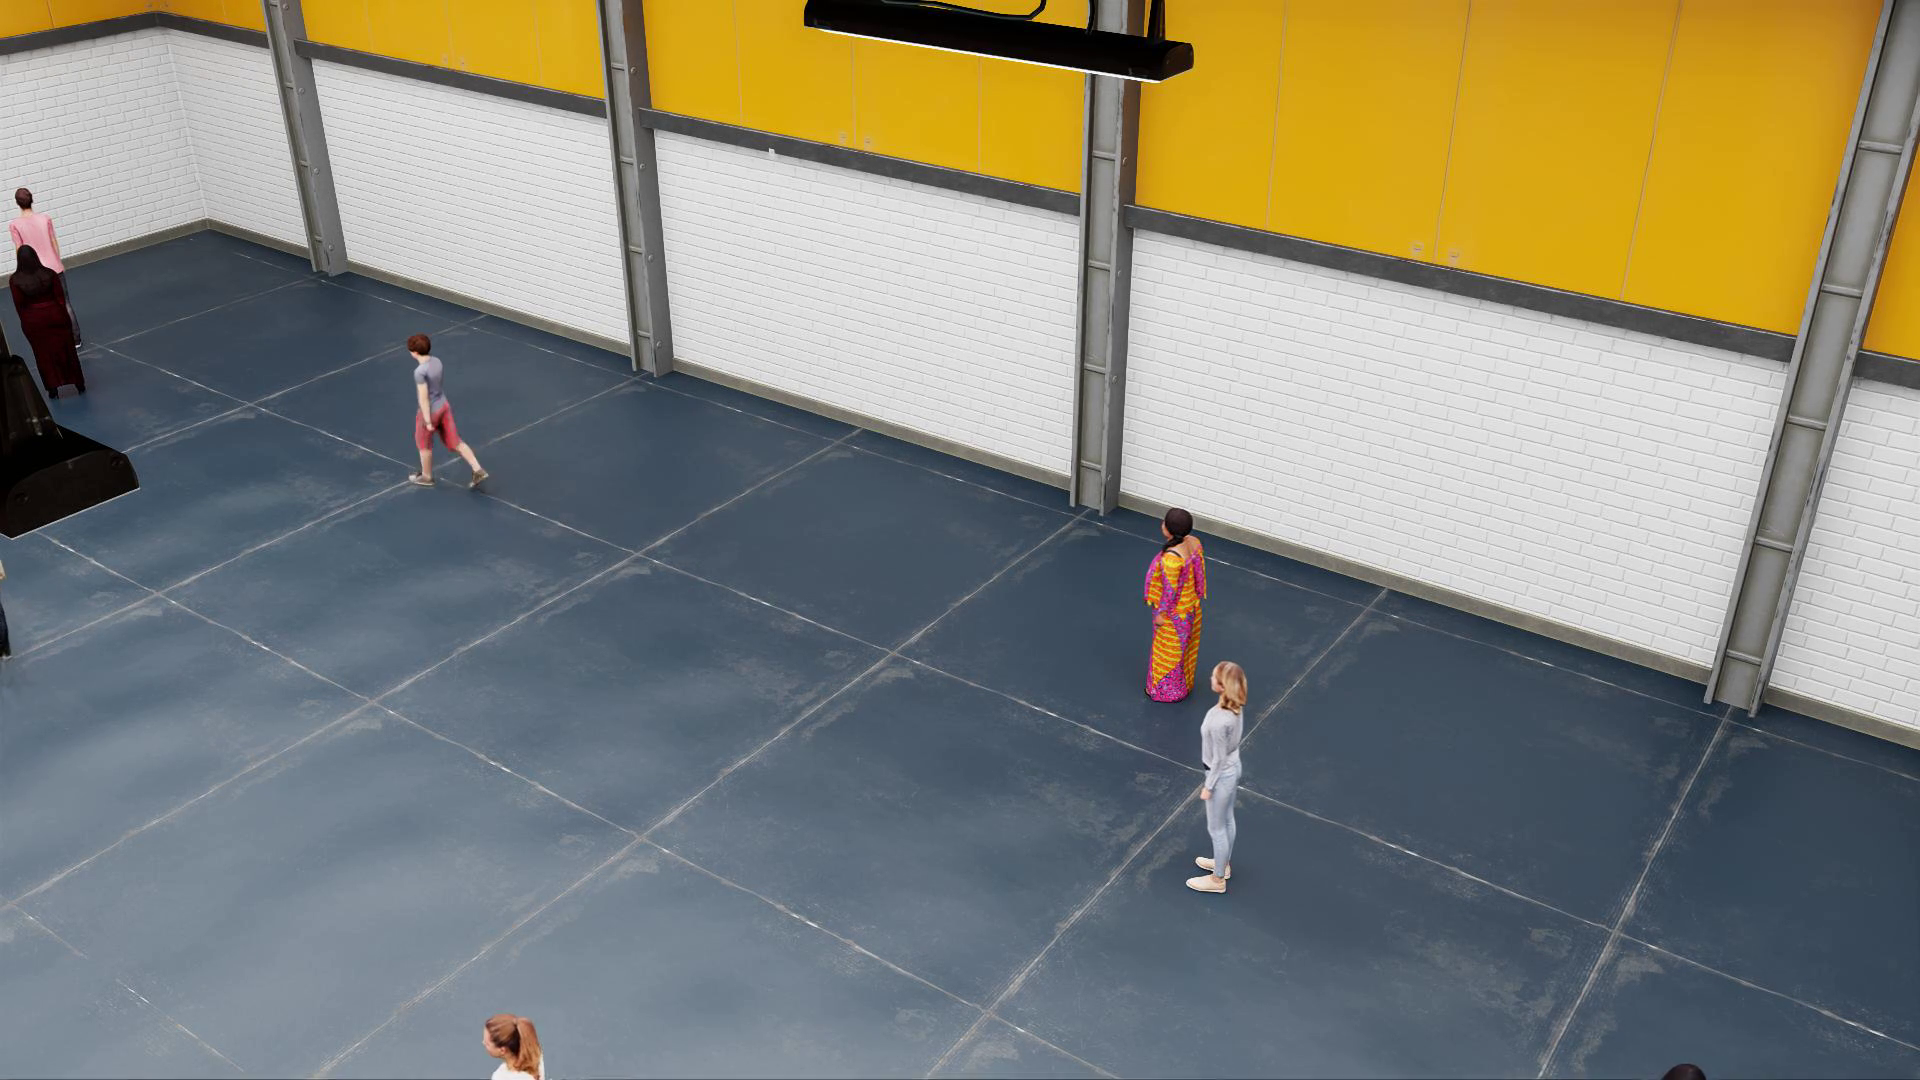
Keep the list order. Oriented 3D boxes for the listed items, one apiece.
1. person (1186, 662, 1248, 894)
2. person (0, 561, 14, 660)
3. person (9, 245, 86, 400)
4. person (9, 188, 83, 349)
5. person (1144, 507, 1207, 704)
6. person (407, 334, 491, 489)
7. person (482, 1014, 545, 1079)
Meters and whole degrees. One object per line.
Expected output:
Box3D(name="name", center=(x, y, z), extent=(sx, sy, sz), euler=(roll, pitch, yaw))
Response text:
Box3D(name="person", center=(1.739, 1.572, 11.040), extent=(0.555, 1.796, 0.621), euler=(12, 31, 22))
Box3D(name="person", center=(-8.038, 0.368, 13.606), extent=(0.627, 1.452, 0.613), euler=(-21, 35, -33))
Box3D(name="person", center=(-10.104, -2.413, 18.386), extent=(0.745, 1.757, 0.730), euler=(-17, 33, -29))
Box3D(name="person", center=(-10.783, -3.177, 19.575), extent=(0.659, 1.958, 0.610), euler=(-25, 37, -38))
Box3D(name="person", center=(1.676, 0.479, 13.163), extent=(0.660, 1.682, 0.658), euler=(16, 32, 26))
Box3D(name="person", center=(-5.084, -1.235, 16.364), extent=(1.170, 1.624, 0.750), euler=(11, 31, 20))
Box3D(name="person", center=(-2.077, 3.065, 8.422), extent=(1.229, 1.682, 1.041), euler=(1, 29, 2))
